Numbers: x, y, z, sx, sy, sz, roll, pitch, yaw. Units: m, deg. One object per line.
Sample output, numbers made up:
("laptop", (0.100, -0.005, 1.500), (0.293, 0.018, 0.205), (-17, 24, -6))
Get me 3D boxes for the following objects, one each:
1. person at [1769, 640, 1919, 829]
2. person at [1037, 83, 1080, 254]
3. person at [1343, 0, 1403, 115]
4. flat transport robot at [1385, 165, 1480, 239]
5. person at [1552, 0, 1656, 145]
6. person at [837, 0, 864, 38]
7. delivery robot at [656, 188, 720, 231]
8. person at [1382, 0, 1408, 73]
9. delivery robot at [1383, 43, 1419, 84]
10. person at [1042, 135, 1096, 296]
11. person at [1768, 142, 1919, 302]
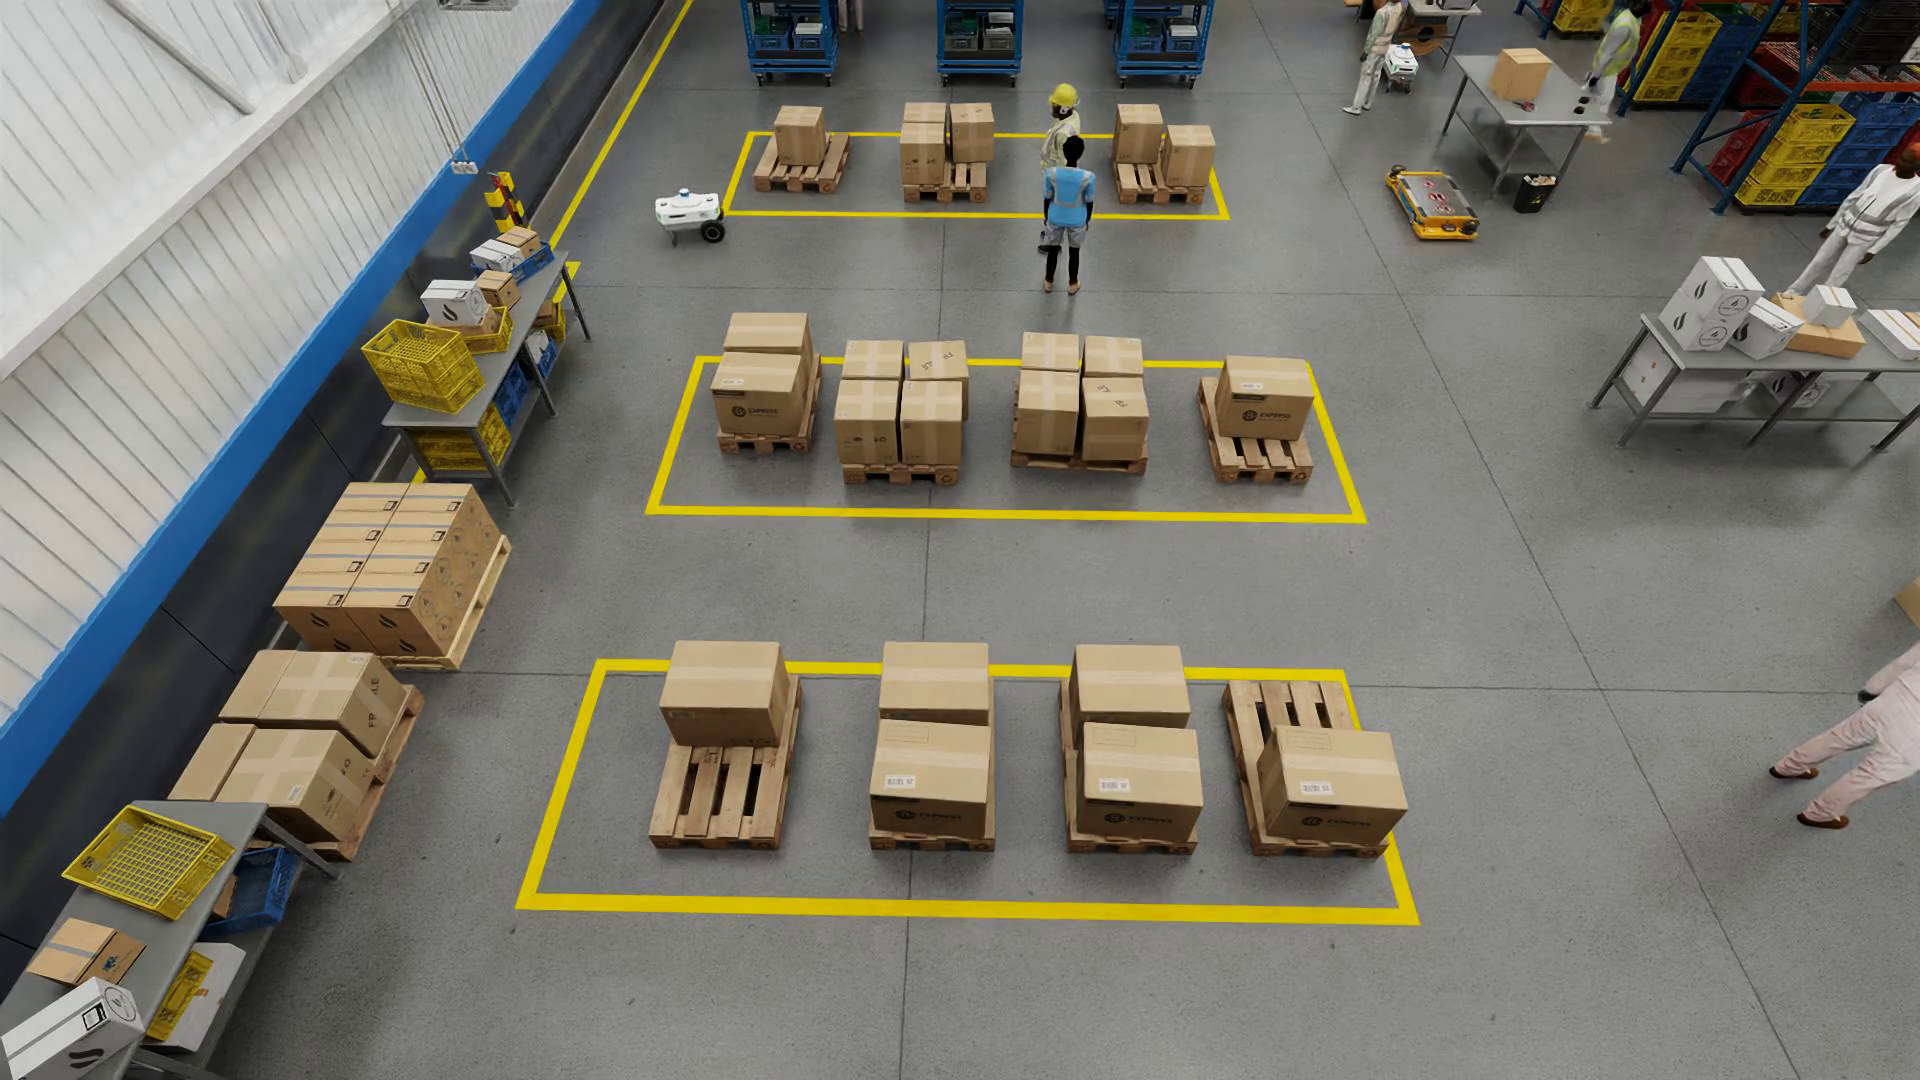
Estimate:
("person", (5.722, 1.103, 5.495), (0.401, 1.900, 0.651), (2, 49, 2))
("person", (1.069, -4.014, 9.961), (0.403, 1.837, 0.591), (9, 50, 7))
("person", (5.599, -6.597, 12.325), (0.523, 1.639, 0.309), (-30, 55, -23))
("flat transport robot", (5.692, -4.094, 11.059), (0.652, 0.197, 1.431), (1, 49, 1))
("person", (8.305, -6.116, 11.801), (0.898, 1.808, 0.632), (27, 54, 21))
("person", (-1.728, -8.812, 14.021), (0.629, 1.980, 0.410), (-18, 52, -15))
("delivery robot", (-3.128, -3.802, 10.560), (0.707, 0.478, 0.477), (-8, 50, -7))
("person", (6.344, -7.810, 13.188), (0.366, 1.932, 0.630), (12, 50, 10))
("delivery robot", (6.372, -6.919, 13.258), (0.477, 0.478, 0.707), (5, 49, 4))
("person", (1.103, -3.313, 9.445), (0.541, 1.696, 0.315), (9, 50, 8))
("person", (8.846, -3.008, 9.061), (0.356, 1.881, 0.575), (-10, 50, -9))
